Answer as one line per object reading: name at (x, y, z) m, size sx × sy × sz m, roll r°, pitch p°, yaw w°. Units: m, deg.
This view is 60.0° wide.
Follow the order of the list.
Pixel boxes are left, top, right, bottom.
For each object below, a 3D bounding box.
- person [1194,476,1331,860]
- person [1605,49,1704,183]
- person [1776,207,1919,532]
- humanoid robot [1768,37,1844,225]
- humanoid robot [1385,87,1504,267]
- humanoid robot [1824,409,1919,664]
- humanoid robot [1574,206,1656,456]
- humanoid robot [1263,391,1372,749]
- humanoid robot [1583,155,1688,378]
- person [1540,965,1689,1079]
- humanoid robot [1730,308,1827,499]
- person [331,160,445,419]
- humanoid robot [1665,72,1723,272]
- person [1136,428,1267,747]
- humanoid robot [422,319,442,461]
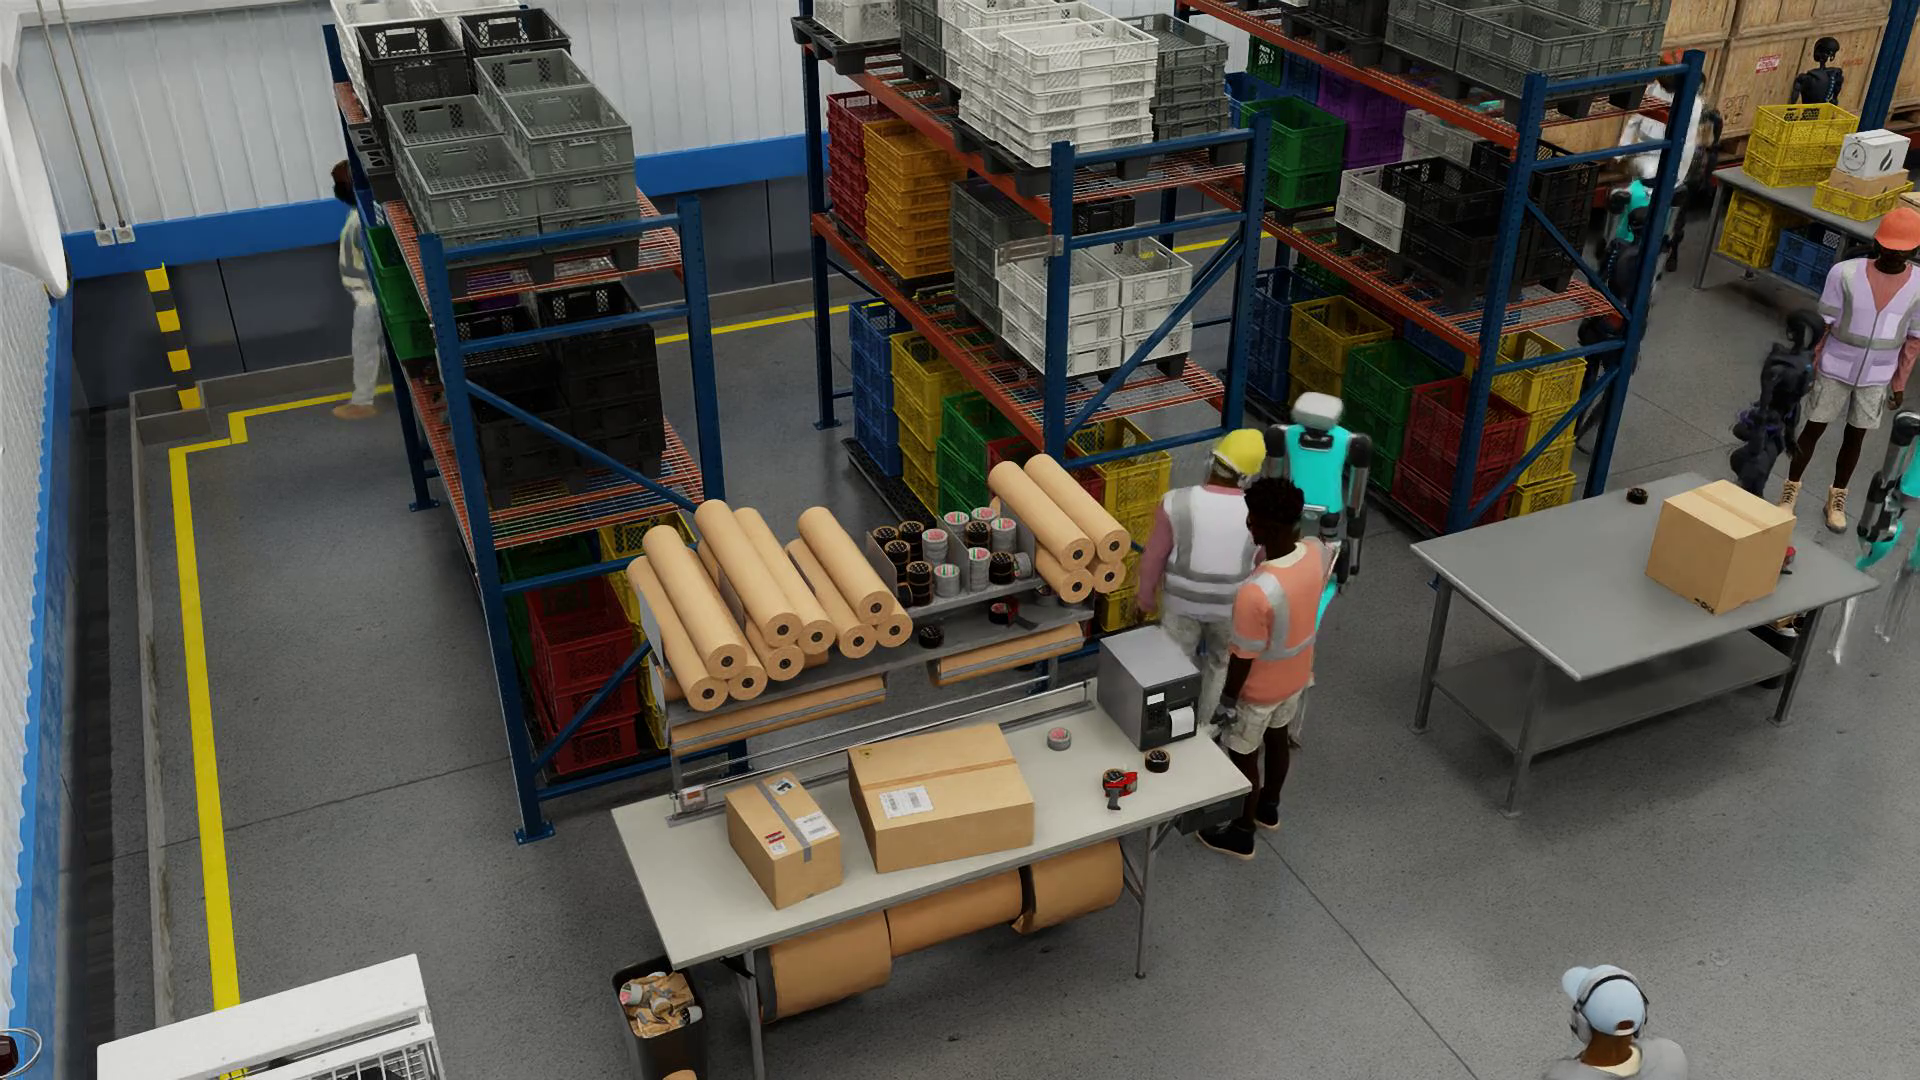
person at (1.342, 0.585, 7.418) m, size 0.398 × 1.955 × 0.601 m, roll 25°, pitch 40°, yaw 35°
person at (5.482, -2.966, 13.265) m, size 0.519 × 1.860 × 0.588 m, roll -11°, pitch 33°, yaw -18°
person at (5.339, -1.000, 9.905) m, size 0.606 × 2.044 × 0.368 m, roll 11°, pitch 33°, yaw 17°
humanoid robot at (7.229, -3.461, 14.234) m, size 0.599 × 1.657 × 0.315 m, roll -12°, pitch 33°, yaw -18°
humanoid robot at (3.713, -2.796, 13.140) m, size 0.914 × 1.792 × 0.547 m, roll 3°, pitch 32°, yaw 5°
humanoid robot at (5.000, -0.137, 8.836) m, size 0.530 × 1.803 × 0.800 m, roll 7°, pitch 32°, yaw 12°
humanoid robot at (4.211, -1.370, 10.859) m, size 0.470 × 1.645 × 0.618 m, roll -7°, pitch 32°, yaw -12°
humanoid robot at (1.668, 0.219, 8.252) m, size 0.567 × 1.762 × 1.017 m, roll 11°, pitch 33°, yaw 17°
humanoid robot at (4.596, -1.919, 11.683) m, size 0.628 × 1.777 × 0.803 m, roll -5°, pitch 32°, yaw -7°
person at (1.875, 2.020, 5.184) m, size 0.587 × 1.848 × 0.396 m, roll -13°, pitch 34°, yaw -20°
humanoid robot at (4.616, -0.570, 9.602) m, size 0.587 × 1.657 × 0.611 m, roll -27°, pitch 41°, yaw -37°
person at (-3.937, -1.711, 11.283) m, size 0.868 × 1.800 × 0.632 m, roll -6°, pitch 32°, yaw -10°
humanoid robot at (5.877, -3.020, 13.548) m, size 0.602 × 1.638 × 0.450 m, roll 16°, pitch 35°, yaw 25°
person at (1.124, 0.289, 8.064) m, size 0.732 × 1.793 × 0.435 m, roll 0°, pitch 32°, yaw 0°
humanoid robot at (-3.301, -1.278, 10.727) m, size 0.718 × 1.636 × 0.603 m, roll -14°, pitch 34°, yaw -21°
